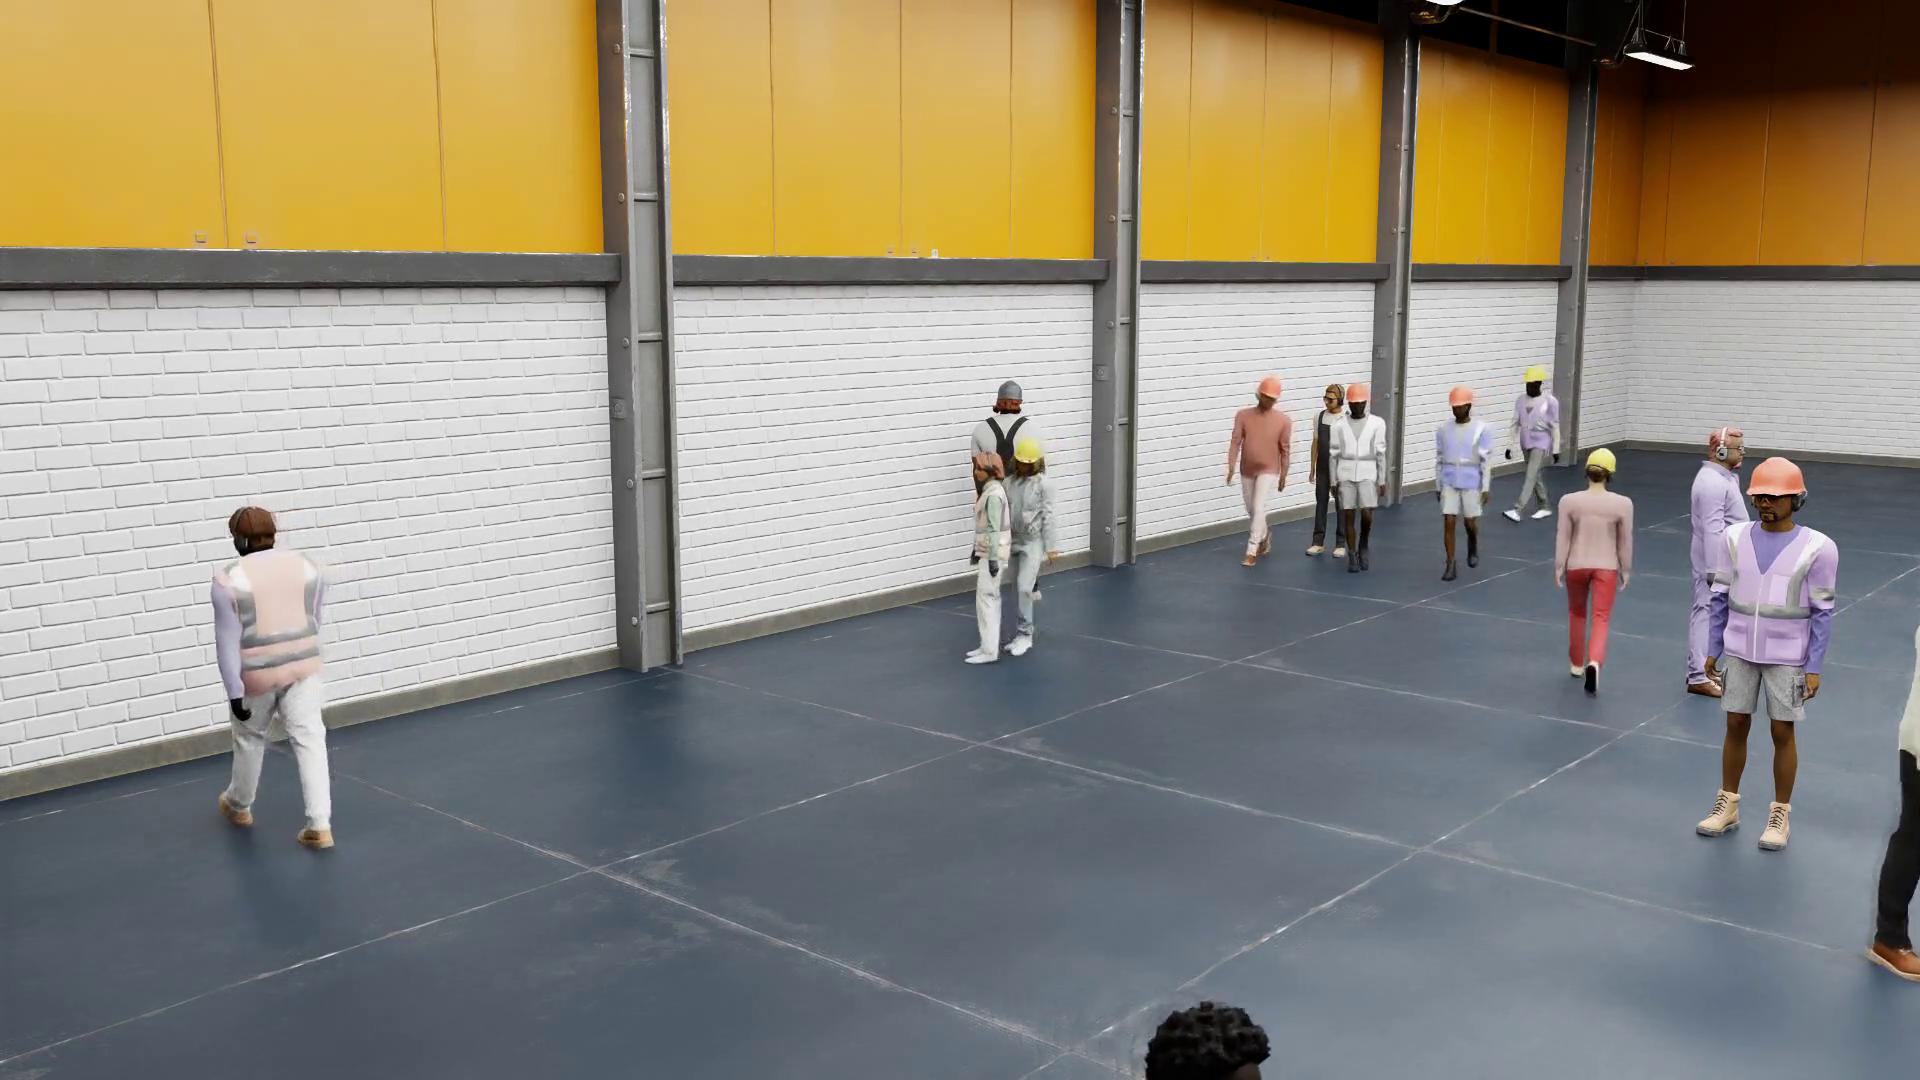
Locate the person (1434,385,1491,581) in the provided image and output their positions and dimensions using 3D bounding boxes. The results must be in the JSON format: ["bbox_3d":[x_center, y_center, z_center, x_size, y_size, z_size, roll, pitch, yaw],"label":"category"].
[{"bbox_3d":[4.931,-0.569,16.320,0.557,1.914,0.594,5,10,29],"label":"person"}]

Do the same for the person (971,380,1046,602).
[{"bbox_3d":[0.462,-0.448,15.168,0.678,2.000,0.537,2,9,13],"label":"person"}]

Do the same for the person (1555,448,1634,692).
[{"bbox_3d":[4.570,0.208,12.028,0.524,1.737,0.813,4,10,24],"label":"person"}]

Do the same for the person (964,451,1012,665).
[{"bbox_3d":[0.217,0.132,12.823,0.363,1.637,0.531,0,9,2],"label":"person"}]

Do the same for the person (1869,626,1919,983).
[{"bbox_3d":[4.168,0.903,6.931,0.685,1.958,0.569,-3,10,-18],"label":"person"}]

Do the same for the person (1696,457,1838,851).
[{"bbox_3d":[4.195,0.586,8.673,0.372,2.044,0.608,-9,13,-44],"label":"person"}]

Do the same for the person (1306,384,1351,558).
[{"bbox_3d":[3.941,-0.733,17.592,0.506,1.841,0.346,6,11,33],"label":"person"}]

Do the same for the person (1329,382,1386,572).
[{"bbox_3d":[3.962,-0.620,16.623,0.566,1.918,0.414,2,9,15],"label":"person"}]

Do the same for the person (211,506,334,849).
[{"bbox_3d":[-3.633,0.706,8.760,0.611,1.783,0.995,-9,13,-44],"label":"person"}]

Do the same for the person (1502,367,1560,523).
[{"bbox_3d":[6.901,-1.152,20.120,1.006,1.869,0.612,-5,10,-30],"label":"person"}]

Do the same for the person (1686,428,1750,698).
[{"bbox_3d":[5.391,0.152,11.826,0.408,1.906,0.652,4,10,24],"label":"person"}]

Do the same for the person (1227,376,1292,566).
[{"bbox_3d":[3.141,-0.745,17.327,0.631,1.952,0.947,4,10,26],"label":"person"}]

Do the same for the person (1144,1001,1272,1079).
[{"bbox_3d":[0.411,1.651,3.086,0.551,1.681,0.393,-8,12,-42],"label":"person"}]

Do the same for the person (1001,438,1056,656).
[{"bbox_3d":[0.472,0.057,13.015,0.537,1.713,0.574,8,12,40],"label":"person"}]
